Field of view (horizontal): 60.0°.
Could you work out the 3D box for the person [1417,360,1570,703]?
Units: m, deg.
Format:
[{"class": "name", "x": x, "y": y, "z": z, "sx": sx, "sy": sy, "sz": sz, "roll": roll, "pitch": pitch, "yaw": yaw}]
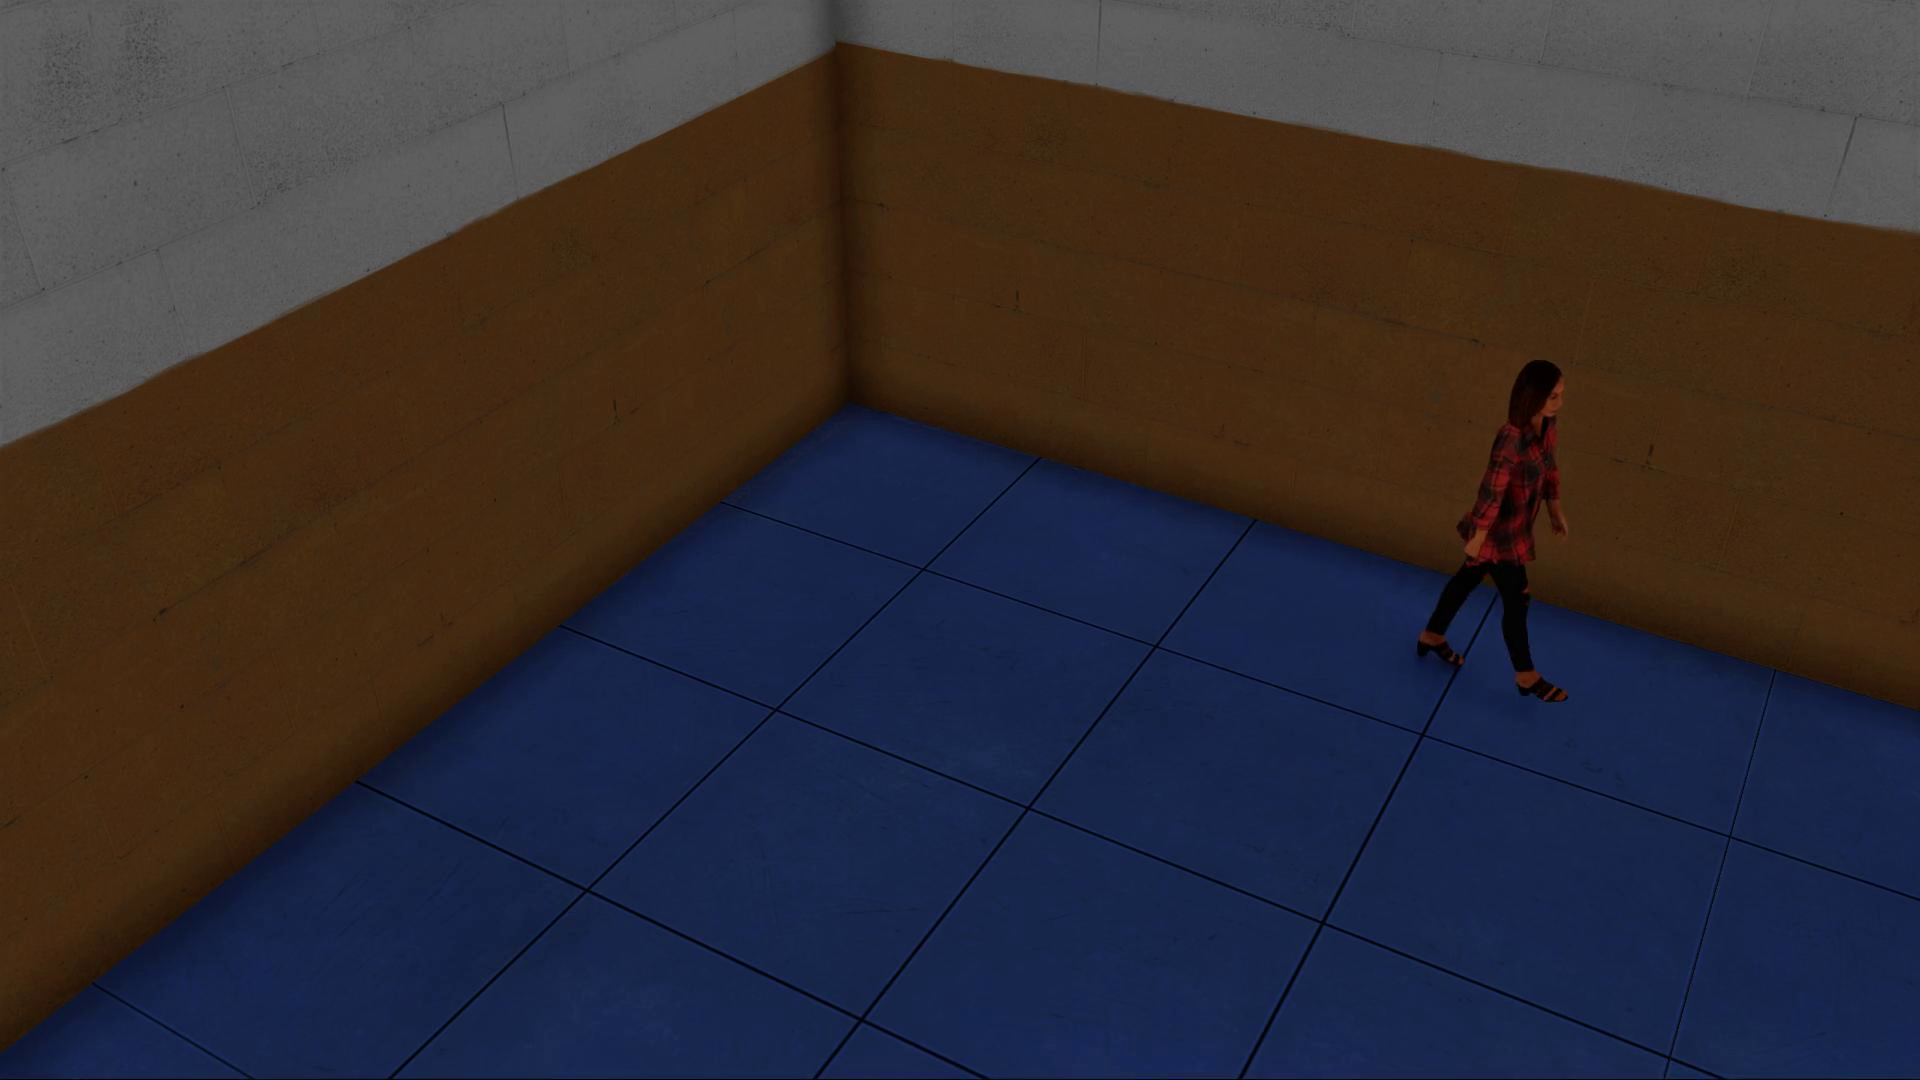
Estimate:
[{"class": "person", "x": 2.381, "y": -0.078, "z": 7.566, "sx": 0.698, "sy": 1.668, "sz": 0.904, "roll": 20, "pitch": 38, "yaw": 27}]
